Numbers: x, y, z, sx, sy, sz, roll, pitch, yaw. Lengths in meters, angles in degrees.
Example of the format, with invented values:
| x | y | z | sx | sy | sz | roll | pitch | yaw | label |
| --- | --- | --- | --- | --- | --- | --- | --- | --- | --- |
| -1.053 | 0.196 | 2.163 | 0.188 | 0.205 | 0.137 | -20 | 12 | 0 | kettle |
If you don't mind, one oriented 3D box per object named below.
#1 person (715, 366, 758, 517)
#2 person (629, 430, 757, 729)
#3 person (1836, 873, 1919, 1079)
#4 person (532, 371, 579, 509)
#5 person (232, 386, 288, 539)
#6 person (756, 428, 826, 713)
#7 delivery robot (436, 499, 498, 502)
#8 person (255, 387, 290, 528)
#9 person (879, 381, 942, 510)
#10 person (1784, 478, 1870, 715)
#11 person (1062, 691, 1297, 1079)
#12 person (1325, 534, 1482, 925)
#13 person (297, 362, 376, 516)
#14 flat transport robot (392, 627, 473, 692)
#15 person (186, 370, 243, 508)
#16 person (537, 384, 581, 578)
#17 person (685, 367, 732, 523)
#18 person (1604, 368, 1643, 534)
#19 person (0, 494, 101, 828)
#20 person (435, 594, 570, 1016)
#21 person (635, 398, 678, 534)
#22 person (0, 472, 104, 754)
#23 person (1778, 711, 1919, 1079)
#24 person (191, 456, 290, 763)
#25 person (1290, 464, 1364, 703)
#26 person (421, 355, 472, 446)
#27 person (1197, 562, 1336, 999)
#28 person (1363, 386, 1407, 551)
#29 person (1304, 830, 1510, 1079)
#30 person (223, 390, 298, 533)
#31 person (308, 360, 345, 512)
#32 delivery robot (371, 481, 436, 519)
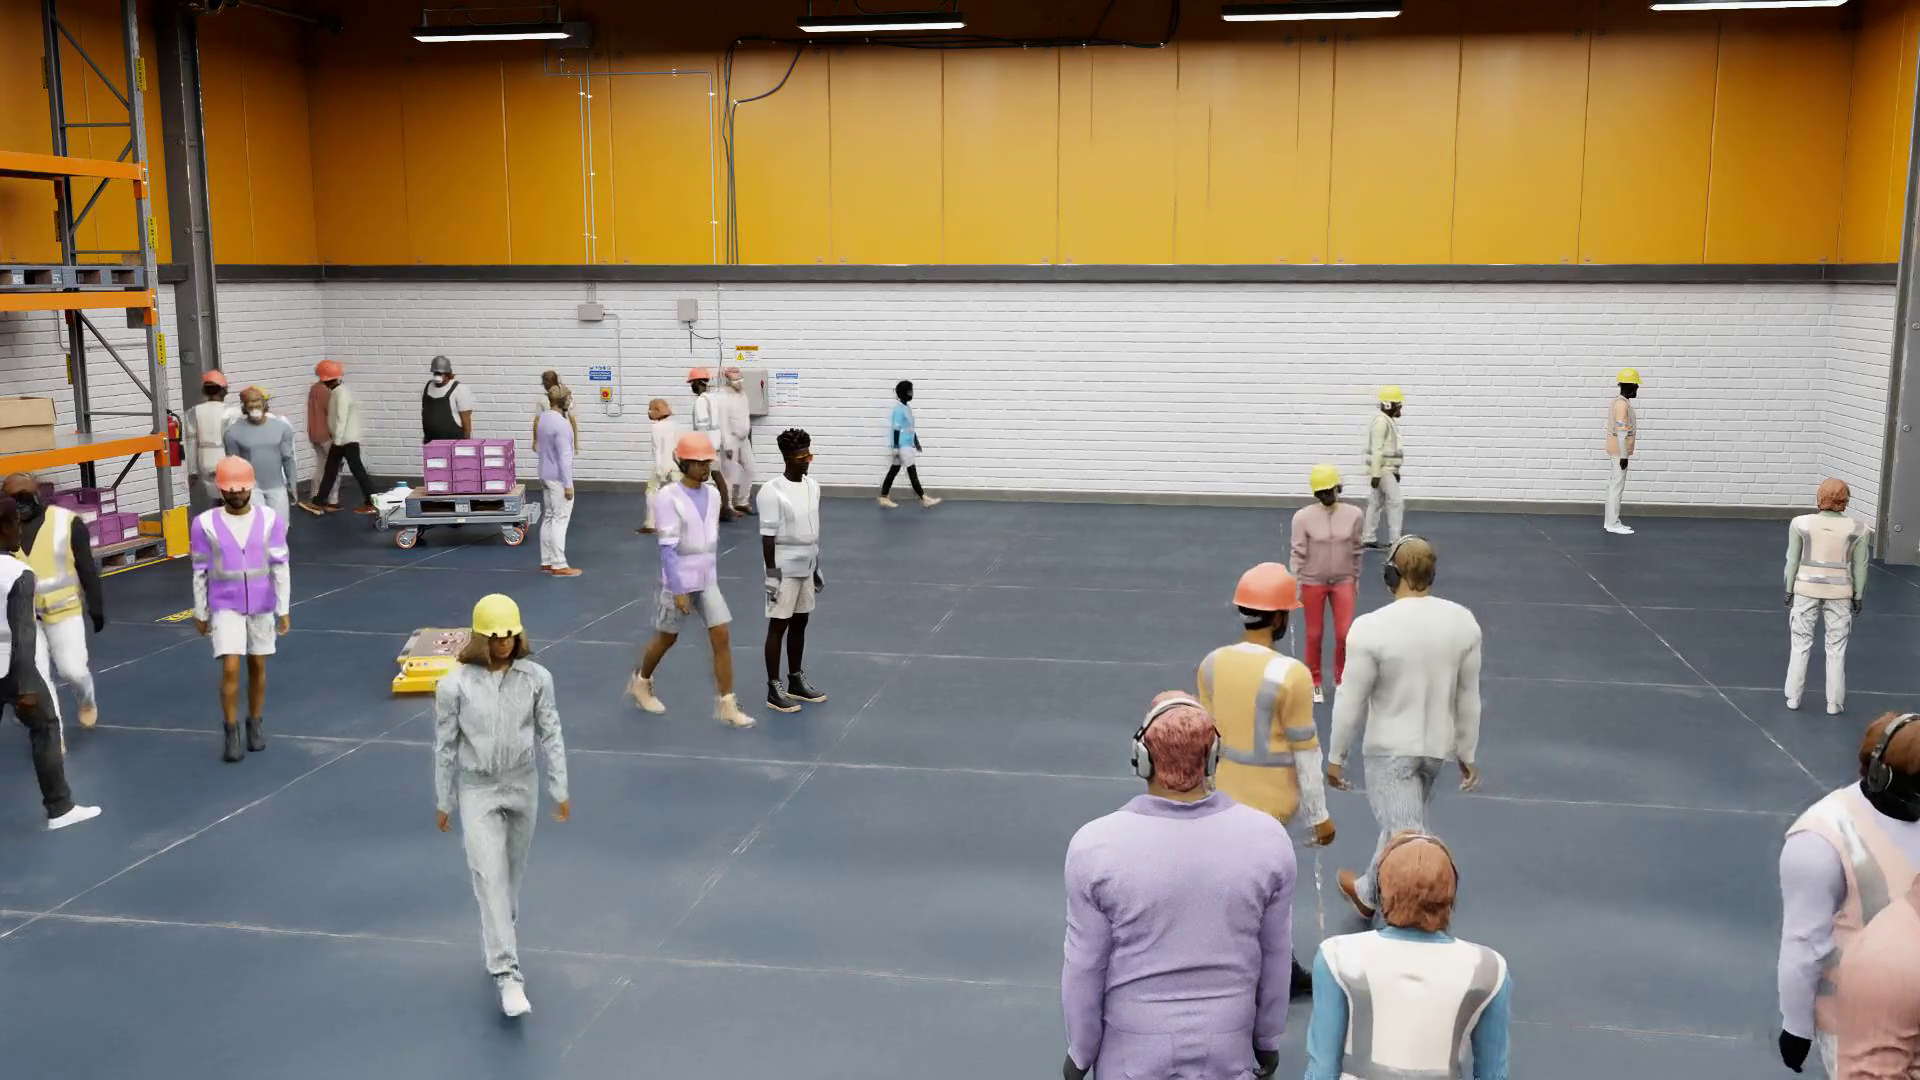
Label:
| x | y | z | sx | sy | sz | roll | pitch | yaw | label |
| --- | --- | --- | --- | --- | --- | --- | --- | --- | --- |
| -2.748 | -1.198 | 20.489 | 0.580 | 1.880 | 0.676 | 4 | 10 | 21 | person |
| -1.853 | 0.249 | 11.186 | 1.037 | 2.000 | 0.611 | 7 | 12 | 37 | person |
| 2.313 | 1.487 | 3.800 | 0.667 | 1.886 | 0.588 | -6 | 11 | -32 | person |
| -5.150 | -1.265 | 21.230 | 0.554 | 1.794 | 0.920 | -8 | 12 | -39 | person |
| -7.270 | -0.693 | 17.431 | 0.603 | 1.860 | 0.653 | -2 | 9 | -10 | person |
| -1.161 | 0.195 | 11.588 | 0.373 | 1.966 | 0.607 | 6 | 11 | 31 | person |
| -5.920 | -0.500 | 19.979 | 0.707 | 0.478 | 0.477 | -7 | 12 | -38 | delivery robot |
| -8.082 | -0.904 | 19.165 | 0.552 | 1.711 | 0.919 | 4 | 10 | 21 | person |
| -0.658 | -1.207 | 21.252 | 0.867 | 1.648 | 0.536 | 1 | 9 | 6 | person |
| 5.941 | 0.388 | 11.438 | 0.509 | 1.629 | 0.315 | 5 | 10 | 27 | person |
| 0.584 | 1.353 | 4.580 | 0.642 | 1.913 | 0.409 | -1 | 9 | -9 | person |
| 1.886 | 0.909 | 7.363 | 0.656 | 1.896 | 0.957 | -4 | 10 | -22 | person |
| -7.708 | -1.236 | 20.597 | 1.029 | 1.919 | 0.663 | -6 | 11 | -33 | person |
| -3.859 | 0.879 | 12.587 | 0.652 | 0.197 | 1.431 | -2 | 9 | -11 | flat transport robot |
| -7.836 | -0.772 | 17.480 | 0.633 | 2.016 | 0.782 | 1 | 9 | 6 | person |
| -4.009 | -0.589 | 16.578 | 0.370 | 1.932 | 0.630 | -6 | 11 | -32 | person |
| -3.174 | -1.143 | 20.100 | 0.921 | 1.888 | 0.552 | 2 | 9 | 12 | person |
| 7.709 | -1.038 | 19.361 | 0.362 | 1.928 | 0.587 | 3 | 10 | 17 | person |
| -5.109 | 0.693 | 8.779 | 0.605 | 1.884 | 0.942 | 4 | 10 | 21 | person |
| -1.853 | 1.078 | 6.871 | 0.511 | 1.705 | 0.823 | -7 | 11 | -35 | person |
| -3.350 | -0.845 | 19.202 | 0.828 | 1.587 | 0.508 | 3 | 10 | 20 | person |
| -5.744 | 0.454 | 10.453 | 0.672 | 1.815 | 0.614 | -3 | 10 | -16 | person |
| 2.655 | 1.346 | 4.953 | 0.652 | 1.813 | 0.805 | -3 | 10 | -19 | person |
| -4.452 | 0.426 | 10.366 | 0.539 | 1.902 | 0.723 | -6 | 11 | -32 | person |
| 2.545 | 0.311 | 11.603 | 0.540 | 1.726 | 0.540 | 0 | 9 | -1 | person |
| -6.464 | -1.352 | 20.960 | 0.706 | 2.000 | 0.657 | 3 | 10 | 19 | person |
| 1.131 | 1.034 | 6.636 | 1.000 | 1.900 | 0.539 | -6 | 11 | -31 | person |
| 4.694 | -0.752 | 17.934 | 0.705 | 1.807 | 0.627 | 3 | 10 | 19 | person |
| 1.140 | 1.558 | 4.283 | 0.523 | 1.597 | 0.642 | 1 | 9 | 7 | person |
| -6.737 | -0.497 | 16.033 | 0.635 | 1.921 | 0.674 | -6 | 11 | -31 | person |
| -8.002 | -1.310 | 21.006 | 0.418 | 1.947 | 0.639 | -8 | 12 | -42 | person |
| -6.579 | -0.448 | 19.657 | 0.707 | 0.478 | 0.477 | -5 | 10 | -28 | delivery robot |
